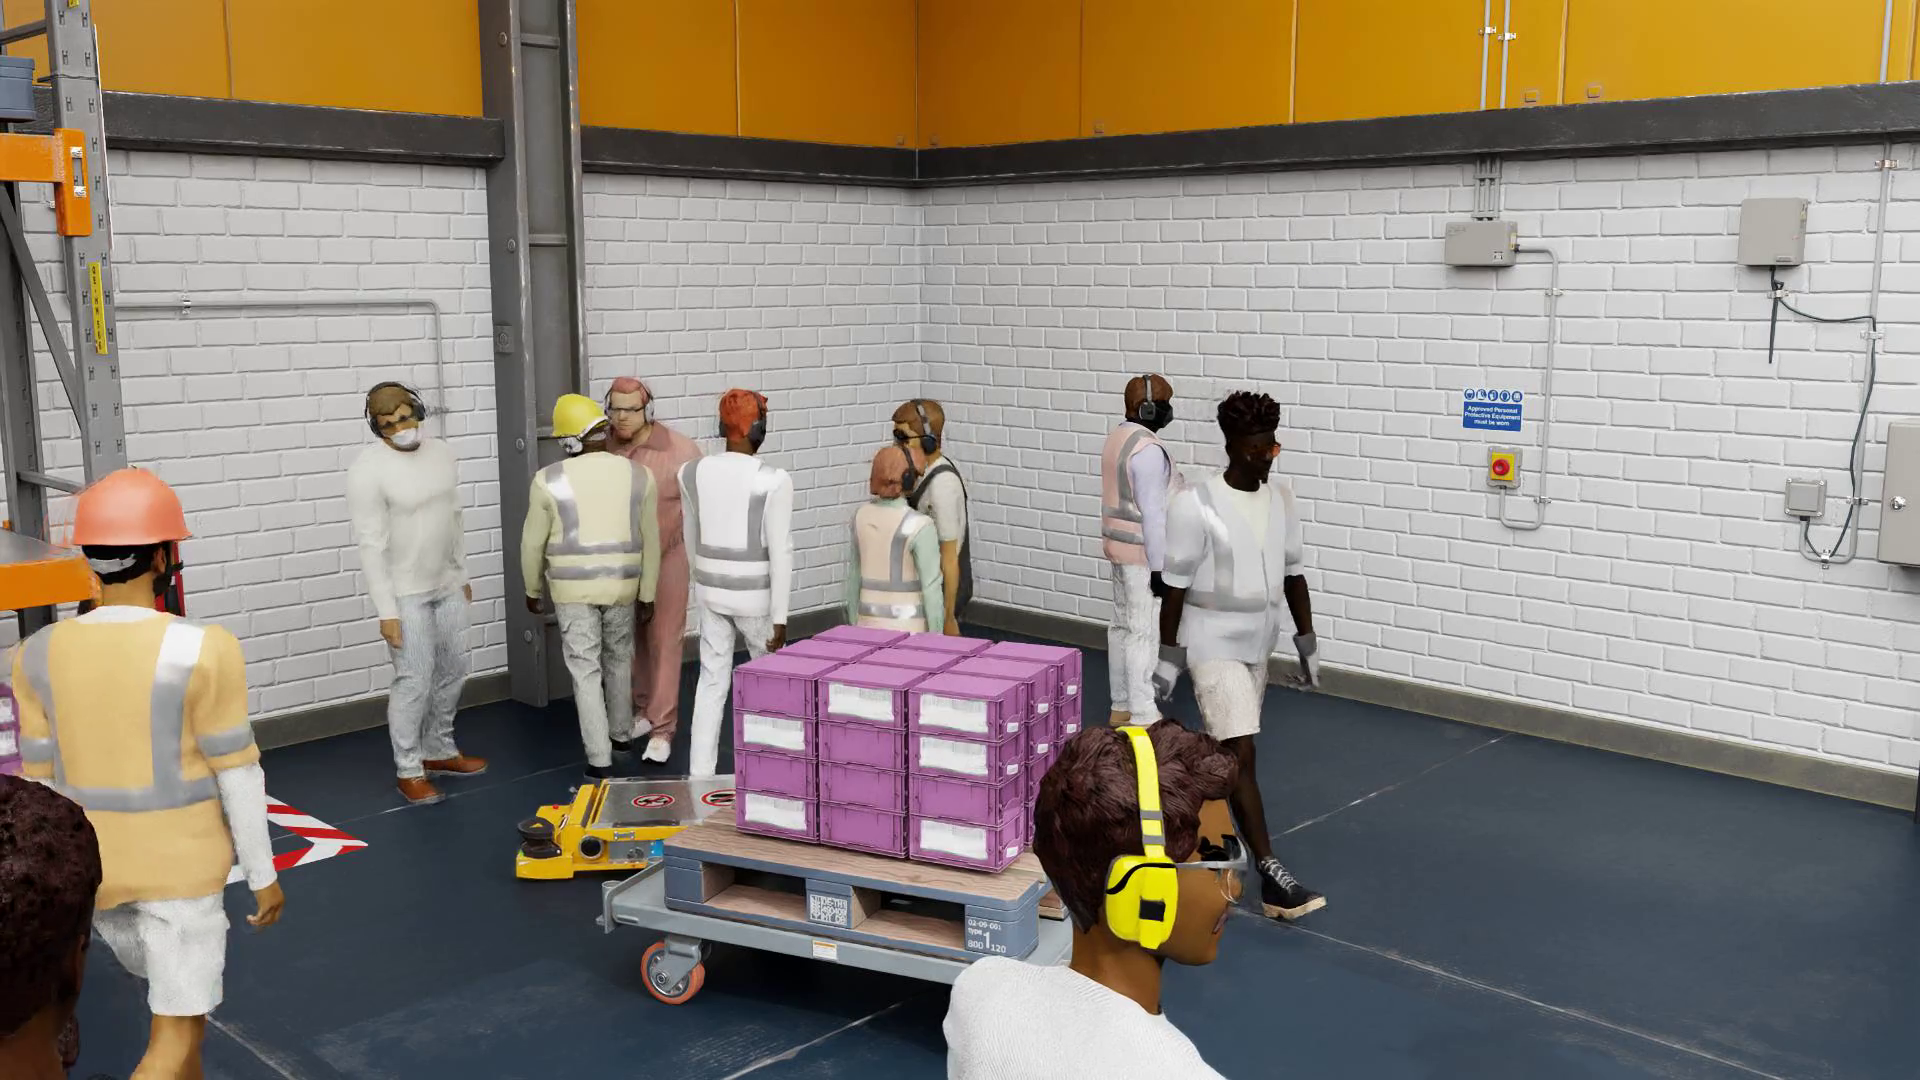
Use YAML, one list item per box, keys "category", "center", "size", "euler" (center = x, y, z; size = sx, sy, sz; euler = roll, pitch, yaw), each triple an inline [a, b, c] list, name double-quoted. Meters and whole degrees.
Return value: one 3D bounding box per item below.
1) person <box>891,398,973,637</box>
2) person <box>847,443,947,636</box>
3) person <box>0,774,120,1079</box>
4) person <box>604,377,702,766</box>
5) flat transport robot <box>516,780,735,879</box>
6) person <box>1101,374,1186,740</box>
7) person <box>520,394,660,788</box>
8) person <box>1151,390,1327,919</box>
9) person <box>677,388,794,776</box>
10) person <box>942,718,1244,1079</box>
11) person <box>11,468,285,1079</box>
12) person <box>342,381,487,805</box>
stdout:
- category: "person"
  center: [-0.024, 0.261, 7.444]
  size: [0.763, 1.809, 0.571]
  euler: [-1, 9, -5]
- category: "person"
  center: [-0.295, 0.401, 7.109]
  size: [0.415, 1.624, 0.533]
  euler: [-9, 13, -43]
- category: "person"
  center: [-0.896, 1.148, 1.718]
  size: [0.593, 1.890, 0.735]
  euler: [-2, 10, -15]
- category: "person"
  center: [-1.564, 0.140, 8.059]
  size: [0.675, 1.852, 0.830]
  euler: [1, 9, 9]
- category: "flat transport robot"
  center: [-1.019, 1.140, 6.734]
  size: [1.431, 0.197, 0.652]
  euler: [-1, 9, -6]
- category: "person"
  center: [0.933, 0.087, 8.391]
  size: [0.429, 1.844, 0.625]
  euler: [-2, 9, -12]
- category: "person"
  center: [-1.739, 0.214, 7.752]
  size: [0.606, 1.787, 0.732]
  euler: [-5, 11, -30]
- category: "person"
  center: [1.112, 0.413, 6.153]
  size: [0.648, 1.909, 0.967]
  euler: [-7, 11, -36]
- category: "person"
  center: [-0.959, 0.255, 7.314]
  size: [0.579, 1.852, 0.862]
  euler: [3, 10, 20]
- category: "person"
  center: [0.172, 1.125, 1.959]
  size: [0.333, 1.866, 0.515]
  euler: [-7, 12, -37]
- category: "person"
  center: [-1.960, 0.784, 3.938]
  size: [0.542, 1.900, 0.923]
  euler: [1, 9, 8]
- category: "person"
  center: [-2.421, 0.235, 7.354]
  size: [0.352, 1.895, 0.722]
  euler: [3, 10, 19]
